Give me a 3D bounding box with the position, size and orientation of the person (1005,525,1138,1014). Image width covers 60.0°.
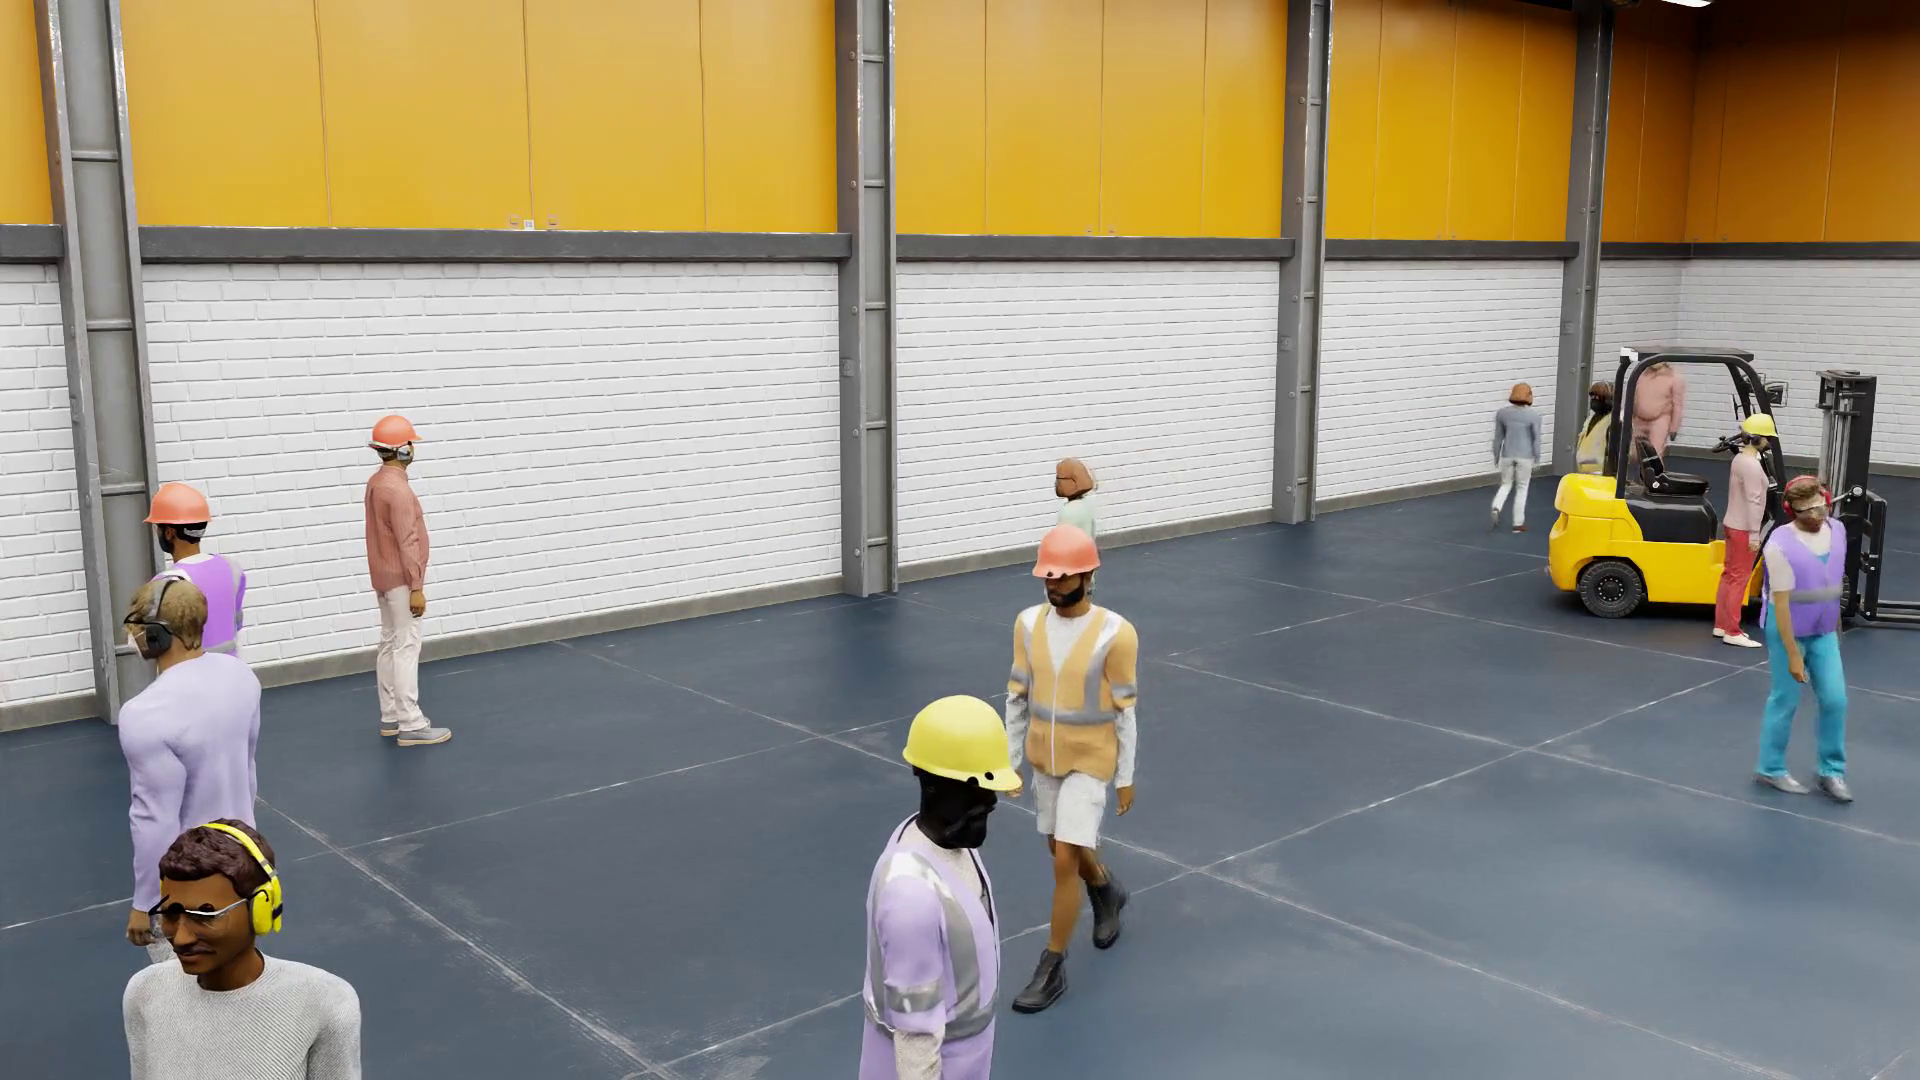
[{"bbox_3d":[0.474,0.858,6.740,0.556,1.906,0.918,7,12,34],"label":"person"}]

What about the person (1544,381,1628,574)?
[{"bbox_3d":[5.641,-0.514,14.975,0.720,1.823,0.657,-1,10,-4],"label":"person"}]

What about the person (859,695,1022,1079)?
[{"bbox_3d":[-0.043,1.310,4.019,0.383,1.922,0.587,1,10,7],"label":"person"}]

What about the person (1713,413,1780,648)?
[{"bbox_3d":[5.973,-0.078,12.607,0.330,1.765,0.533,2,10,11],"label":"person"}]

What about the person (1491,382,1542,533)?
[{"bbox_3d":[5.888,-0.865,17.642,0.508,1.624,0.456,8,13,41],"label":"person"}]

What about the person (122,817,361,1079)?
[{"bbox_3d":[-1.428,1.456,3.314,0.507,1.872,0.329,1,10,3],"label":"person"}]

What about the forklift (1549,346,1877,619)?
[{"bbox_3d":[6.109,-0.478,13.691,2.313,2.155,1.214,3,10,16],"label":"forklift"}]

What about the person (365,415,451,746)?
[{"bbox_3d":[-3.377,0.241,10.056,0.373,1.997,0.616,-7,12,-36],"label":"person"}]

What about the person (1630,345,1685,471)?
[{"bbox_3d":[8.394,-1.419,20.090,0.669,1.886,0.656,-7,12,-37],"label":"person"}]

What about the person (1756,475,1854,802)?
[{"bbox_3d":[4.557,0.537,8.923,0.665,1.796,0.613,-3,10,-18],"label":"person"}]

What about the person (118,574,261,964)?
[{"bbox_3d":[-2.489,1.065,5.403,0.373,1.940,0.630,1,10,5],"label":"person"}]

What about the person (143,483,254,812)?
[{"bbox_3d":[-3.454,0.705,7.513,0.360,1.939,0.543,2,10,12],"label":"person"}]

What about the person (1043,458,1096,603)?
[{"bbox_3d":[0.709,0.269,10.990,0.349,1.620,0.503,3,10,16],"label":"person"}]
